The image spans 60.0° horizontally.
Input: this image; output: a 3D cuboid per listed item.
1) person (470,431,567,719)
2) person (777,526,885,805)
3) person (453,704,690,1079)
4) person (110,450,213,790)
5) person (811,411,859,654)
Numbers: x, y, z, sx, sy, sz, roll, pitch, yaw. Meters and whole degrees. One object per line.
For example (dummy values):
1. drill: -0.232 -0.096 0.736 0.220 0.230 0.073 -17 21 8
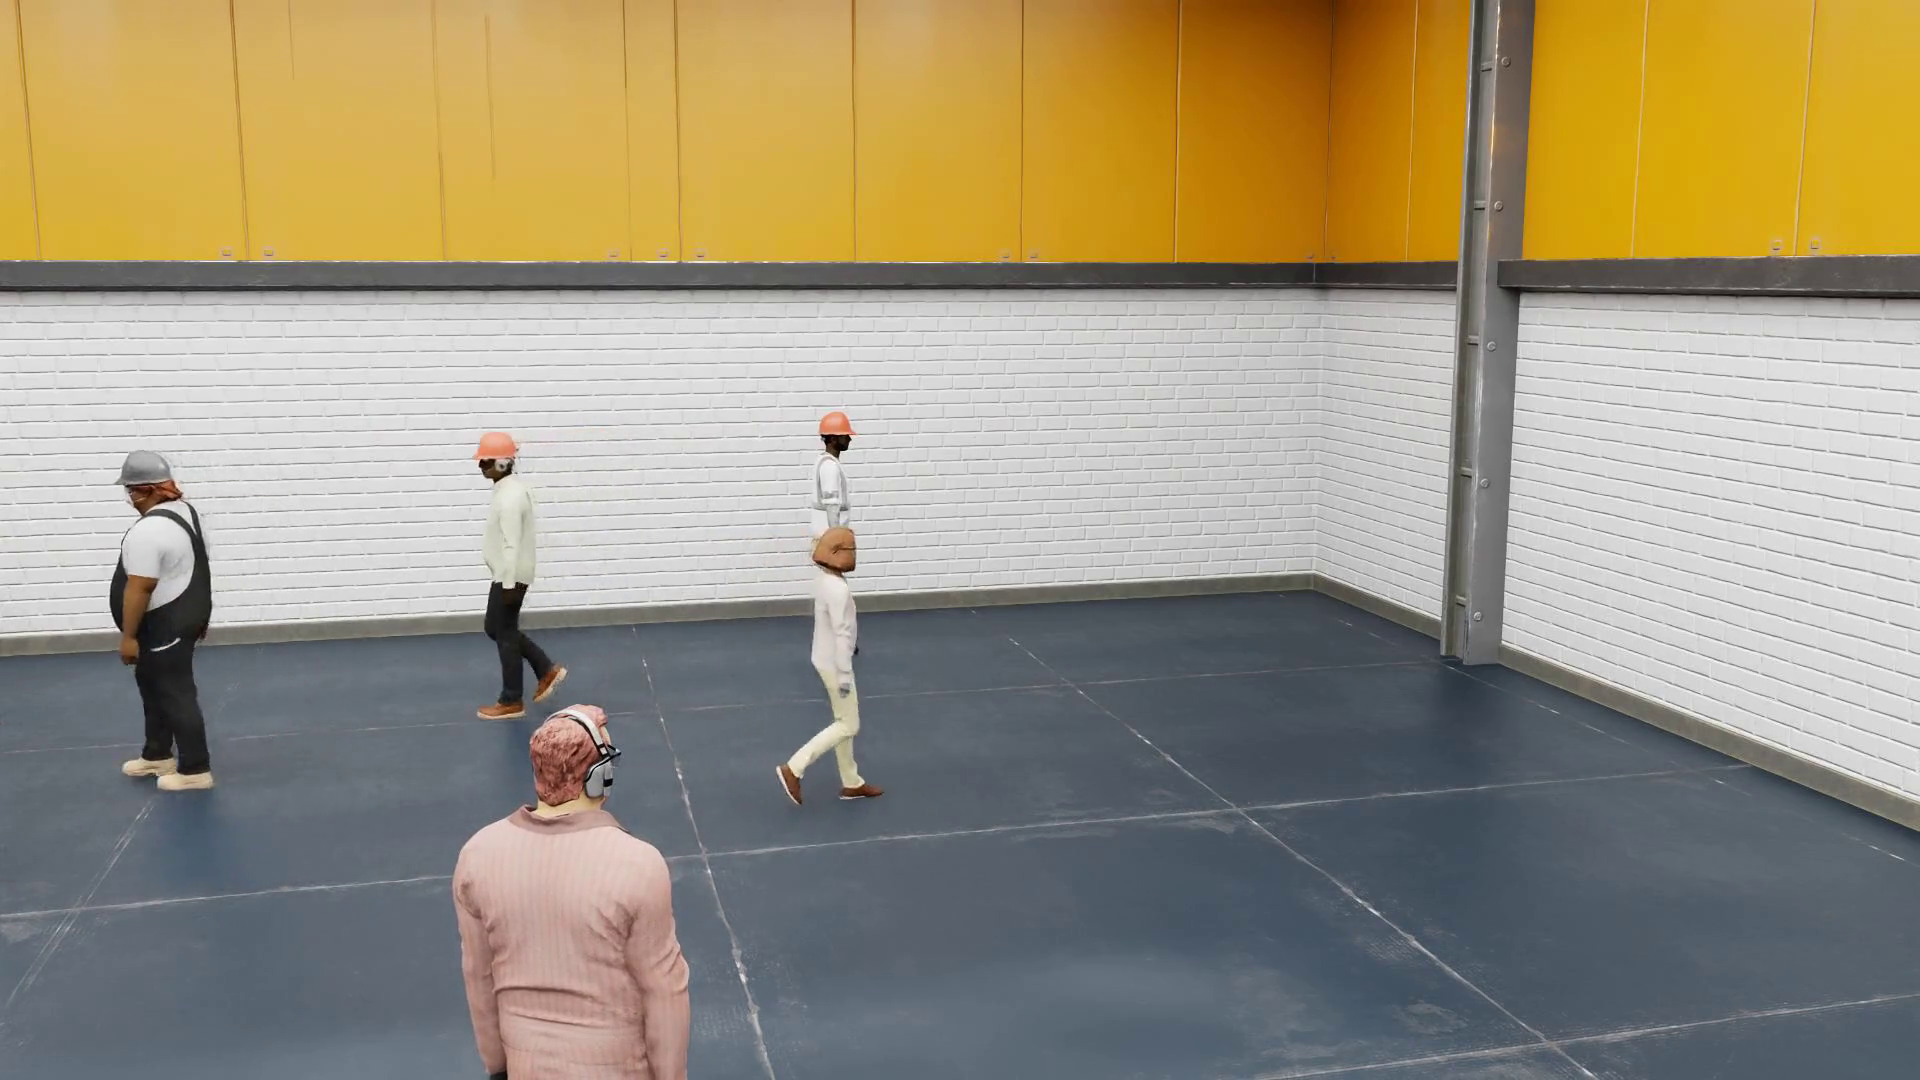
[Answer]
1. person: -3.037 0.238 11.323 0.514 1.980 0.636 -3 9 -16
2. person: -0.730 0.721 9.437 0.603 1.618 0.520 -3 9 -16
3. person: -0.991 1.377 4.439 0.636 1.911 0.406 3 10 18
4. person: -4.771 0.461 9.747 0.770 2.000 0.698 -1 9 -4
5. person: -1.005 -0.059 13.305 0.372 1.939 0.544 -2 9 -10
